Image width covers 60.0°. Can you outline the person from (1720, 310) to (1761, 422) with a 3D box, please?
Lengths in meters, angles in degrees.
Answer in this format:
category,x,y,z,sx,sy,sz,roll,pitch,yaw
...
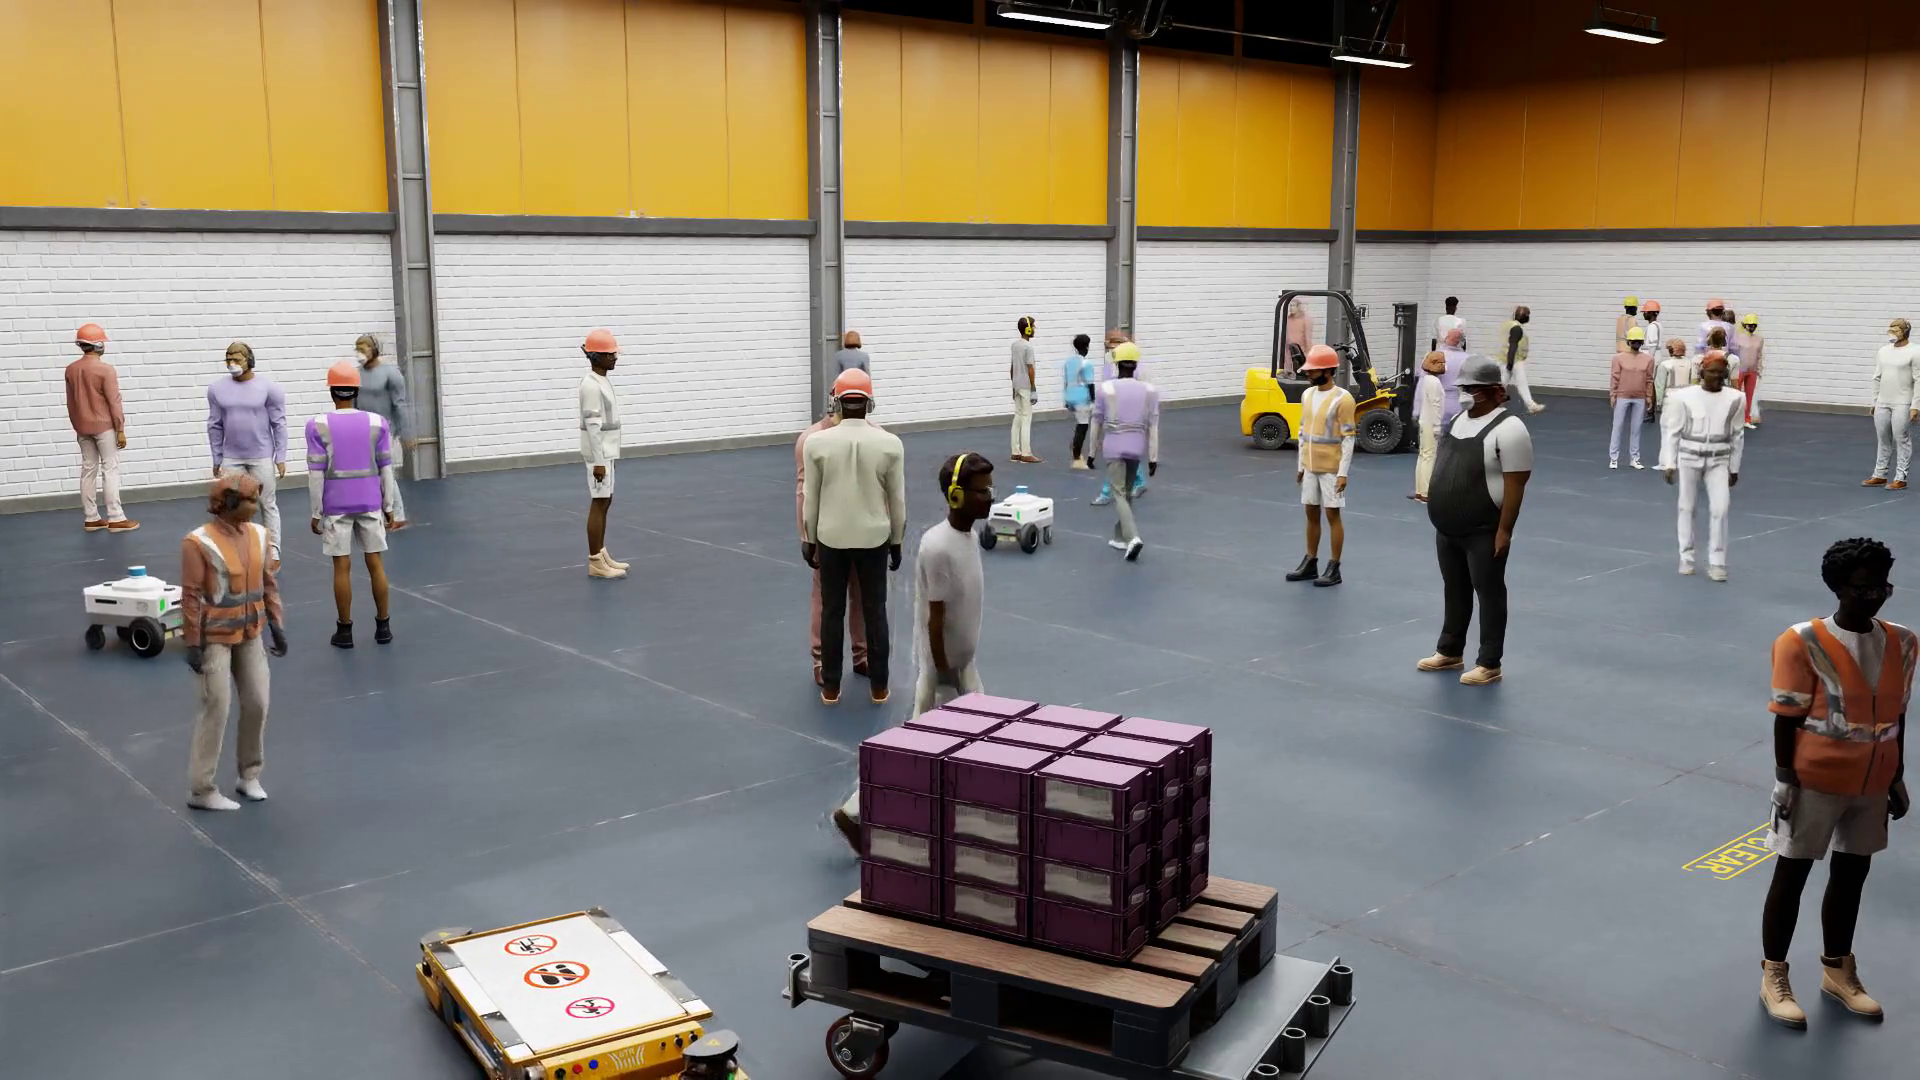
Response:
category,x,y,z,sx,sy,sz,roll,pitch,yaw
person,12.290,-2.753,26.456,1.054,1.764,0.631,7,12,36

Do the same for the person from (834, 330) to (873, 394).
category,x,y,z,sx,sy,sz,roll,pitch,yaw
person,-1.460,-2.060,22.820,0.508,1.630,0.414,2,10,13

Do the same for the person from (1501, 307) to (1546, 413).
category,x,y,z,sx,sy,sz,roll,pitch,yaw
person,9.387,-3.016,27.919,0.951,1.781,0.749,2,10,13

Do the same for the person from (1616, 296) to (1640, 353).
category,x,y,z,sx,sy,sz,roll,pitch,yaw
person,11.833,-3.352,29.487,0.361,1.930,0.587,-1,10,-7

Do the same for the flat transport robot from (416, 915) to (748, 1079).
category,x,y,z,sx,sy,sz,roll,pitch,yaw
flat transport robot,-1.304,1.566,5.546,0.652,0.197,1.431,-6,11,-32

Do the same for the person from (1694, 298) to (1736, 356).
category,x,y,z,sx,sy,sz,roll,pitch,yaw
person,11.198,-2.595,24.817,0.688,2.009,0.722,-1,10,-4

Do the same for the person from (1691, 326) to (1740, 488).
category,x,y,z,sx,sy,sz,roll,pitch,yaw
person,8.539,-1.496,18.870,0.513,1.844,0.328,4,10,21

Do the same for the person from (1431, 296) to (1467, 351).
category,x,y,z,sx,sy,sz,roll,pitch,yaw
person,8.273,-3.136,28.141,0.603,1.959,0.374,6,12,32

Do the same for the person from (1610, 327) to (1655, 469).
category,x,y,z,sx,sy,sz,roll,pitch,yaw
person,8.324,-1.757,20.629,0.524,1.769,0.308,1,10,4

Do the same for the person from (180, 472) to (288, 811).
category,x,y,z,sx,sy,sz,roll,pitch,yaw
person,-3.506,0.480,8.001,0.350,1.610,0.531,4,10,21

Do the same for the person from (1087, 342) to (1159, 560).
category,x,y,z,sx,sy,sz,roll,pitch,yaw
person,1.463,-0.790,14.619,0.586,1.891,0.905,-3,10,-19

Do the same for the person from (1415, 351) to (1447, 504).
category,x,y,z,sx,sy,sz,roll,pitch,yaw
person,5.050,-1.206,17.787,0.279,1.634,0.499,1,10,4

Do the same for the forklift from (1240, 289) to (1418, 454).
category,x,y,z,sx,sy,sz,roll,pitch,yaw
forklift,5.034,-2.339,22.783,2.313,2.155,1.214,3,10,16

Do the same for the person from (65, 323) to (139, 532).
category,x,y,z,sx,sy,sz,roll,pitch,yaw
person,-8.244,-1.069,15.925,0.612,1.997,0.375,3,10,18

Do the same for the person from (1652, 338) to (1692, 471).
category,x,y,z,sx,sy,sz,roll,pitch,yaw
person,8.793,-1.660,20.467,0.516,1.629,0.320,-3,10,-17

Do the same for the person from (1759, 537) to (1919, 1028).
category,x,y,z,sx,sy,sz,roll,pitch,yaw
person,3.016,0.825,5.714,0.533,1.697,0.318,-2,10,-10

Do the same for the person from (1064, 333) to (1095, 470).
category,x,y,z,sx,sy,sz,roll,pitch,yaw
person,1.518,-1.710,20.591,0.475,1.674,0.570,-5,11,-28

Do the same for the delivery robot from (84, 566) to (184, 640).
category,x,y,z,sx,sy,sz,roll,pitch,yaw
delivery robot,-5.502,0.418,11.161,0.707,0.478,0.477,3,10,19

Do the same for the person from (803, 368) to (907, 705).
category,x,y,z,sx,sy,sz,roll,pitch,yaw
person,-0.620,-0.015,9.812,0.607,1.987,0.412,-1,10,-7

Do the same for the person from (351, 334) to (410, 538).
category,x,y,z,sx,sy,sz,roll,pitch,yaw
person,-5.560,-0.961,15.564,0.648,1.897,0.934,5,11,25

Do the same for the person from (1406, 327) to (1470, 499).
category,x,y,z,sx,sy,sz,roll,pitch,yaw
person,5.223,-1.381,18.172,0.813,1.866,0.402,-3,10,-17

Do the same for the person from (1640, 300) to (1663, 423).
category,x,y,z,sx,sy,sz,roll,pitch,yaw
person,10.921,-2.825,26.383,0.361,1.935,0.553,5,11,29

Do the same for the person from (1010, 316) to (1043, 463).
category,x,y,z,sx,sy,sz,roll,pitch,yaw
person,0.832,-1.920,21.278,0.332,1.874,0.520,-5,11,-27

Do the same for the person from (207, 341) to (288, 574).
category,x,y,z,sx,sy,sz,roll,pitch,yaw
person,-5.883,-0.670,13.763,0.630,1.938,0.366,0,10,-1

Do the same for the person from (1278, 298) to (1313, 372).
category,x,y,z,sx,sy,sz,roll,pitch,yaw
person,5.954,-3.369,29.702,0.436,1.888,0.667,-8,13,-40

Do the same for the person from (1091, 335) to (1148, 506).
category,x,y,z,sx,sy,sz,roll,pitch,yaw
person,1.743,-1.292,17.802,0.942,1.808,0.579,-8,13,-40

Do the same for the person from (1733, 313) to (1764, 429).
category,x,y,z,sx,sy,sz,roll,pitch,yaw
person,12.028,-2.578,25.438,0.524,1.768,0.313,-1,10,-8

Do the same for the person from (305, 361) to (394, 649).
category,x,y,z,sx,sy,sz,roll,pitch,yaw
person,-4.116,-0.239,11.242,0.551,1.934,0.373,-6,11,-30

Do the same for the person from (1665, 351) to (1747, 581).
category,x,y,z,sx,sy,sz,roll,pitch,yaw
person,6.070,-0.594,13.563,0.599,1.859,0.765,3,10,18

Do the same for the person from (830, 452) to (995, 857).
category,x,y,z,sx,sy,sz,roll,pitch,yaw
person,-0.116,0.527,7.073,0.917,1.836,0.507,5,11,26

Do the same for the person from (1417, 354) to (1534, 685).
category,x,y,z,sx,sy,sz,roll,pitch,yaw
person,3.160,-0.133,10.319,0.537,2.000,0.682,-4,11,-24

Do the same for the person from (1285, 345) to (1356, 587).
category,x,y,z,sx,sy,sz,roll,pitch,yaw
person,2.896,-0.592,13.318,0.376,1.934,0.547,-6,11,-32

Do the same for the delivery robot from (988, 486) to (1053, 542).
category,x,y,z,sx,sy,sz,roll,pitch,yaw
delivery robot,0.553,-0.244,15.037,0.477,0.478,0.707,5,11,29

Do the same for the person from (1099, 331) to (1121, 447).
category,x,y,z,sx,sy,sz,roll,pitch,yaw
person,2.165,-2.061,22.844,0.452,1.620,0.500,8,12,37

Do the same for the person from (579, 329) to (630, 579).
category,x,y,z,sx,sy,sz,roll,pitch,yaw
person,-2.915,-0.704,13.650,0.374,2.042,0.615,-1,10,-4

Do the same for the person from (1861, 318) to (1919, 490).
category,x,y,z,sx,sy,sz,roll,pitch,yaw
person,10.574,-1.532,18.803,0.355,1.938,0.637,-3,10,-18

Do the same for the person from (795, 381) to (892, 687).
category,x,y,z,sx,sy,sz,roll,pitch,yaw
person,-0.686,-0.053,10.251,0.651,1.904,0.403,-6,11,-31
